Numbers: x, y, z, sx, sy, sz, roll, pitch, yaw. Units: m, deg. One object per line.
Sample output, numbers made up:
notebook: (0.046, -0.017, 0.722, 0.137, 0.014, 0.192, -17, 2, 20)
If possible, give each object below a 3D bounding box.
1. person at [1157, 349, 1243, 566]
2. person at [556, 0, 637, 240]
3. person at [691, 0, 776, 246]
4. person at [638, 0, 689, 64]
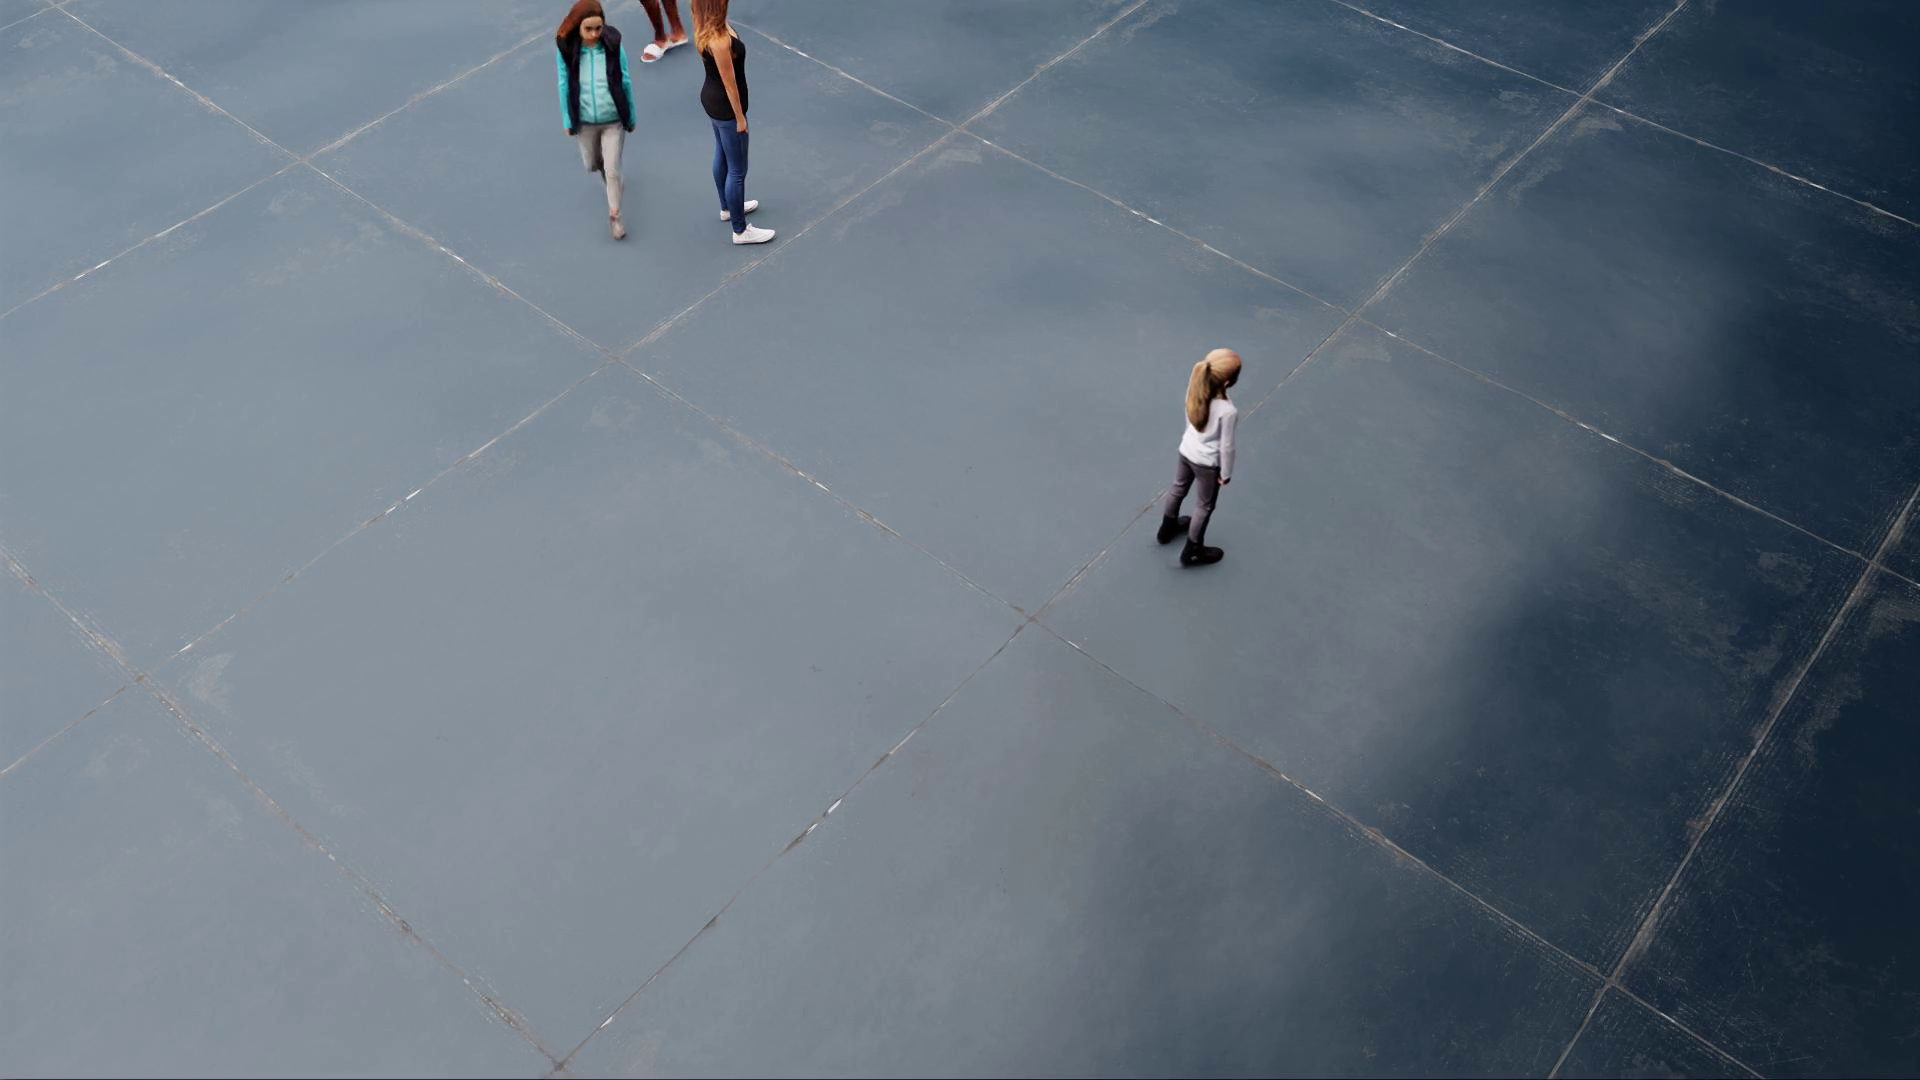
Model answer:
person: (1.152, -0.403, 7.952, 0.559, 1.273, 0.550, -25, 52, -21)
person: (-2.127, -2.528, 9.773, 0.889, 1.484, 0.922, -7, 48, -6)
person: (-1.353, -2.510, 9.595, 0.679, 1.722, 0.669, -16, 49, -14)
person: (-1.988, -4.049, 11.024, 0.688, 1.712, 0.671, -34, 56, -27)
